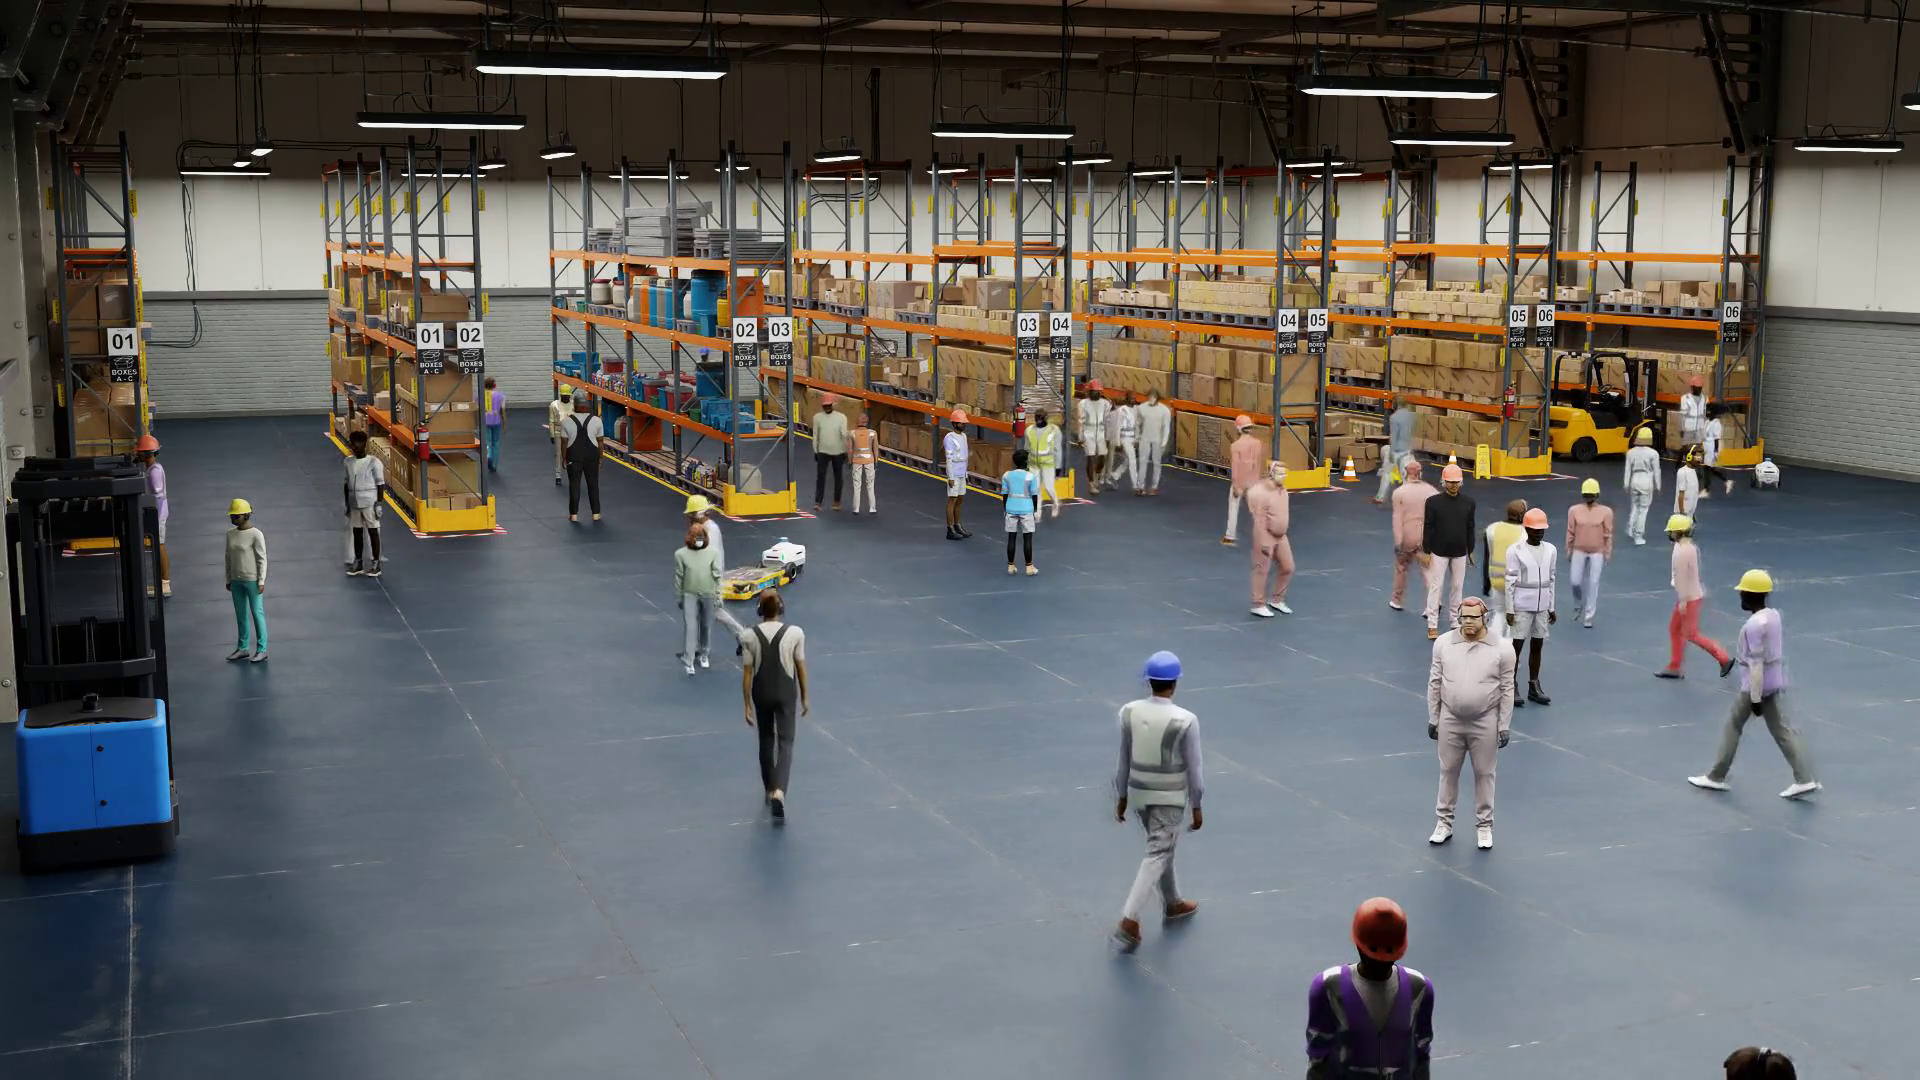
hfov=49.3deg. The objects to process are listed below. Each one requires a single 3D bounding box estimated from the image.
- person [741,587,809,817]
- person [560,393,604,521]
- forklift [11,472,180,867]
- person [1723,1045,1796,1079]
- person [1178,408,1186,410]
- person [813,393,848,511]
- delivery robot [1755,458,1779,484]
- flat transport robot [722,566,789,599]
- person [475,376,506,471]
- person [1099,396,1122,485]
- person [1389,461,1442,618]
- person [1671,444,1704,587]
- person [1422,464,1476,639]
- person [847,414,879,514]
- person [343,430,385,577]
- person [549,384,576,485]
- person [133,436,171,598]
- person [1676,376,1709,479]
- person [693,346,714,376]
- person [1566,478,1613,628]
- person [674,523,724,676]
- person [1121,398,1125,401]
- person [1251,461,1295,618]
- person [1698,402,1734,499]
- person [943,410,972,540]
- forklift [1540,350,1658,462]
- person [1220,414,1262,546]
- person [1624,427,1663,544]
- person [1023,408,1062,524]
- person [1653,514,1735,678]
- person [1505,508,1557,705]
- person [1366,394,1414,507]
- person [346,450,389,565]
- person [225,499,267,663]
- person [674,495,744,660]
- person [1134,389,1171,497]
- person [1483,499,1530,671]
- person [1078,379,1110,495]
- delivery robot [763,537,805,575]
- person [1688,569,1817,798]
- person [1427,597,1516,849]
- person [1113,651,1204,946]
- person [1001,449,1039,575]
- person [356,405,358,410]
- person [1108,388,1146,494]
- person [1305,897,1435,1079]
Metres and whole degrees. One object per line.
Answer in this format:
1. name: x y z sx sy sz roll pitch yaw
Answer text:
1. person: -1.490 1.281 16.735 0.515 1.814 0.878 1 9 3
2. person: -6.029 -1.313 33.404 0.689 2.000 0.538 -2 9 -14
3. forklift: -6.630 0.886 15.957 1.129 2.768 1.873 -3 9 -21
4. person: 2.861 2.680 7.374 0.760 1.823 0.631 5 10 32
5. person: 4.863 -2.908 44.598 0.594 1.828 0.403 -3 9 -18
6. person: -2.147 -1.436 34.376 0.628 1.944 0.959 1 9 8
7. delivery robot: 14.414 -1.219 37.385 0.477 0.478 0.707 3 9 15
8. flat transport robot: -2.774 0.542 26.908 0.652 0.197 1.431 3 9 18
9. person: -8.935 -2.207 39.927 0.569 1.829 0.599 -3 9 -17
10. person: 2.676 -1.798 37.899 0.521 1.611 0.496 0 9 -3
11. person: 5.534 -0.022 25.309 0.649 1.856 1.013 -2 9 -13
12. person: 9.467 -0.321 27.239 0.328 1.865 0.517 6 10 35
13. person: 5.560 0.129 23.797 0.618 1.994 0.380 -1 9 -8
14. person: -1.577 -1.242 34.126 0.511 1.640 0.308 0 9 -1
15. person: -7.991 -0.492 28.044 0.608 1.962 0.369 3 9 20
16. person: -7.166 -1.925 38.057 0.586 1.825 0.403 -4 9 -23
17. person: -10.227 -0.304 26.521 0.378 2.045 0.605 -4 9 -24
18. person: 13.688 -2.127 39.131 0.551 1.917 0.845 0 9 -2
19. person: -5.864 -3.547 48.582 0.612 1.928 0.772 2 9 12
20. person: 7.351 0.149 24.489 0.525 1.755 0.359 3 9 21
21. person: -2.740 0.607 21.992 0.497 1.578 0.825 -2 9 -13
22. person: 3.801 -3.378 47.653 0.440 1.854 0.667 4 9 23
23. person: 3.753 -0.005 25.071 0.663 1.888 0.574 -8 12 -44
24. person: 13.013 -1.546 36.040 0.666 1.680 0.540 0 9 2
25. person: -0.024 -0.988 31.435 0.355 1.938 0.545 4 10 27
26. forklift: 12.897 -2.725 42.309 2.313 2.155 1.214 -3 9 -21
27. person: 4.191 -0.854 30.501 0.620 1.964 0.975 -5 10 -31
28. person: 10.087 -0.802 30.891 0.450 1.729 0.489 -8 12 -42
29. person: 1.303 -1.179 33.077 0.626 1.833 0.490 4 9 23
30. person: 7.590 0.599 21.542 0.742 1.725 0.539 4 9 26
31. person: 5.607 0.647 20.534 0.551 1.937 0.357 -3 9 -17
32. person: 7.182 -1.474 34.776 0.664 1.905 0.896 -8 12 -44
33. person: -8.202 -0.452 28.924 0.690 1.610 0.542 2 9 16
34. person: -7.703 0.432 22.536 0.534 1.767 0.319 4 9 25
35. person: -2.682 0.402 22.603 0.798 1.800 0.617 -4 9 -22
36. person: 3.287 -1.674 36.214 0.676 1.876 0.982 3 9 19
37. person: 5.819 0.474 22.068 0.643 1.825 0.445 8 12 43
38. person: 2.351 -1.820 36.686 0.621 2.027 0.466 -2 9 -16
39. delivery robot: -2.342 0.209 27.877 0.477 0.478 0.707 3 9 21
40. person: 6.591 1.177 17.203 0.991 1.887 0.583 7 11 40
41. person: 3.845 1.369 15.824 0.641 1.908 0.407 4 9 22
42. person: 1.298 1.676 13.779 0.621 1.907 0.989 8 11 42
43. person: 0.813 -0.377 28.157 0.534 1.698 0.322 4 10 26
44. person: -13.689 -3.364 48.131 0.518 1.676 0.538 -6 10 -33
45. person: 2.944 -1.753 36.843 0.589 1.853 0.892 -8 12 -44
46. person: 1.719 2.417 8.766 0.543 1.928 0.372 -1 9 -5
